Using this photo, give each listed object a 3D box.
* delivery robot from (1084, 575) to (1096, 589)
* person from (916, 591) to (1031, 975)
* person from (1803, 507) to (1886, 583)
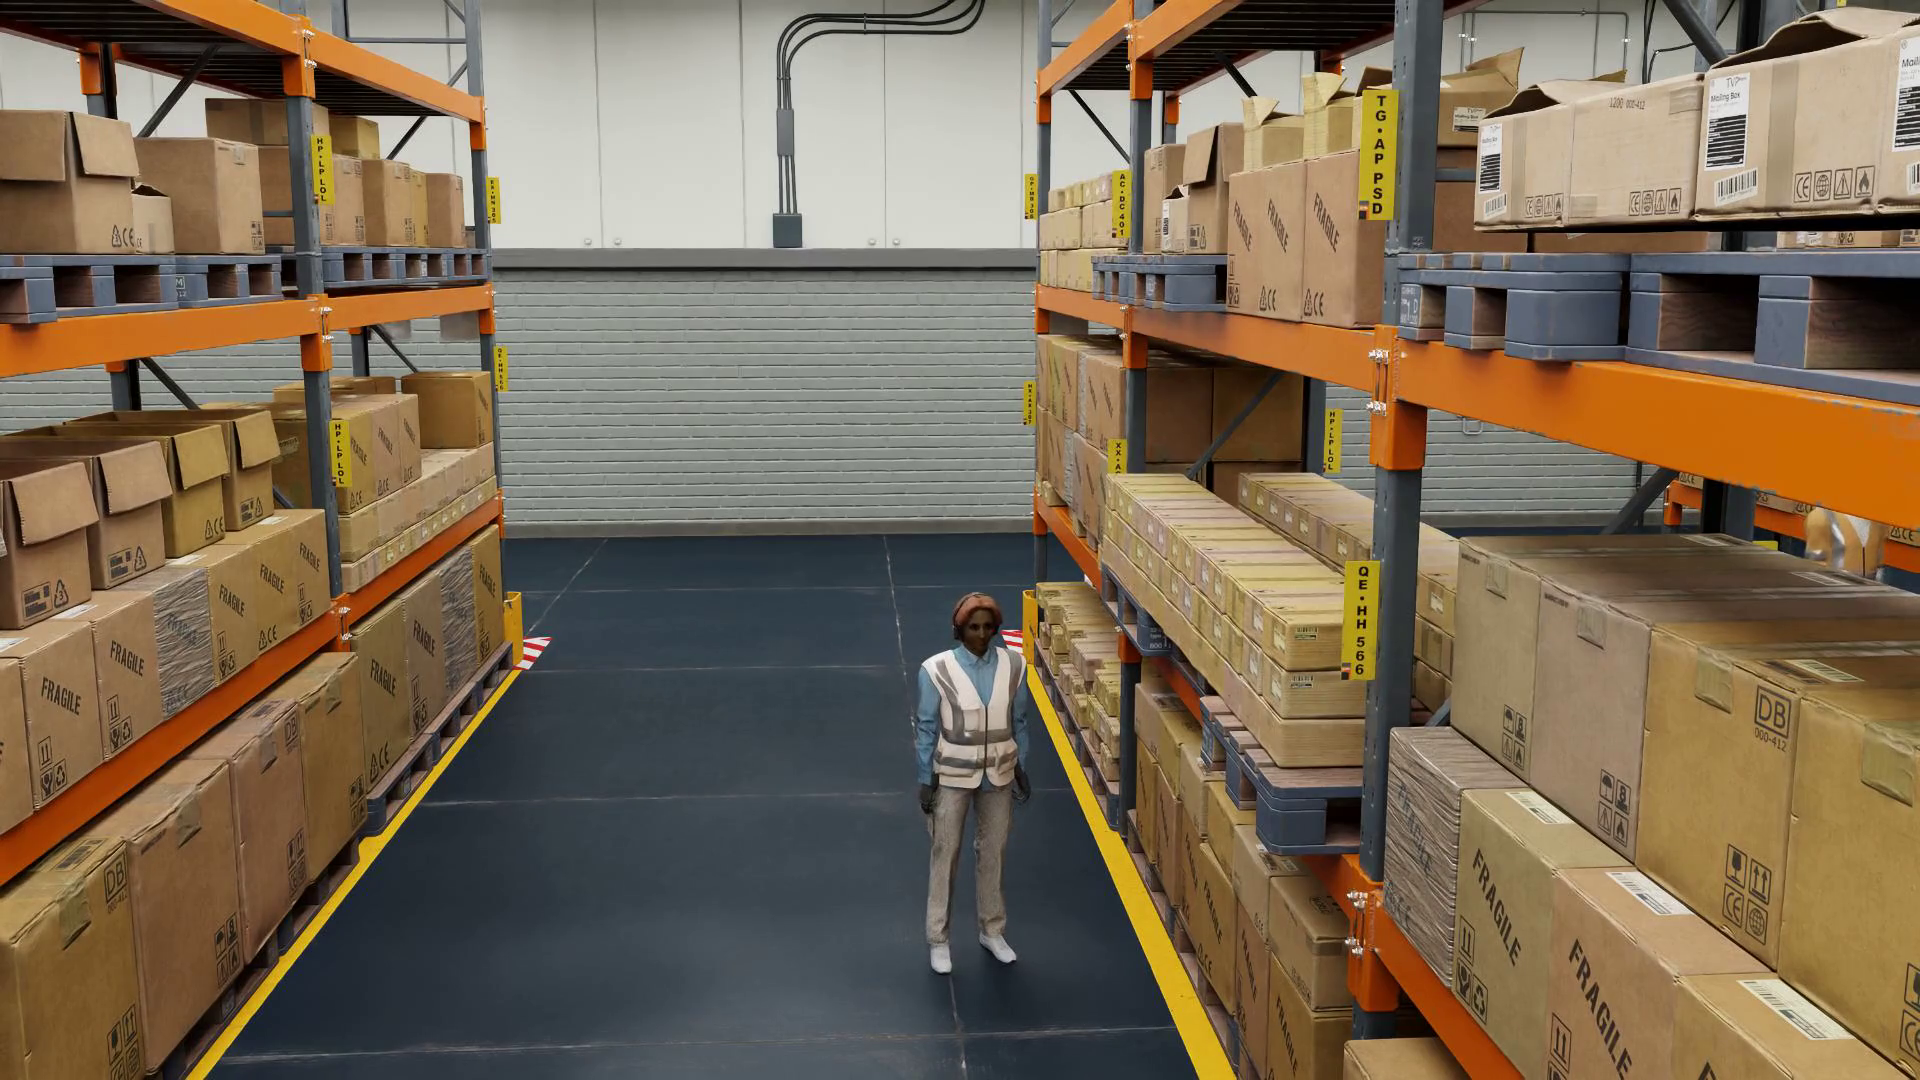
[{"bbox_3d":[1.356,0.408,13.632,0.477,0.478,0.707,-9,13,-43],"label":"delivery robot"},{"bbox_3d":[0.059,1.025,7.096,0.523,1.636,0.310,-4,10,-22],"label":"person"},{"bbox_3d":[5.218,0.415,9.815,0.547,1.934,0.368,-3,10,-16],"label":"person"}]
